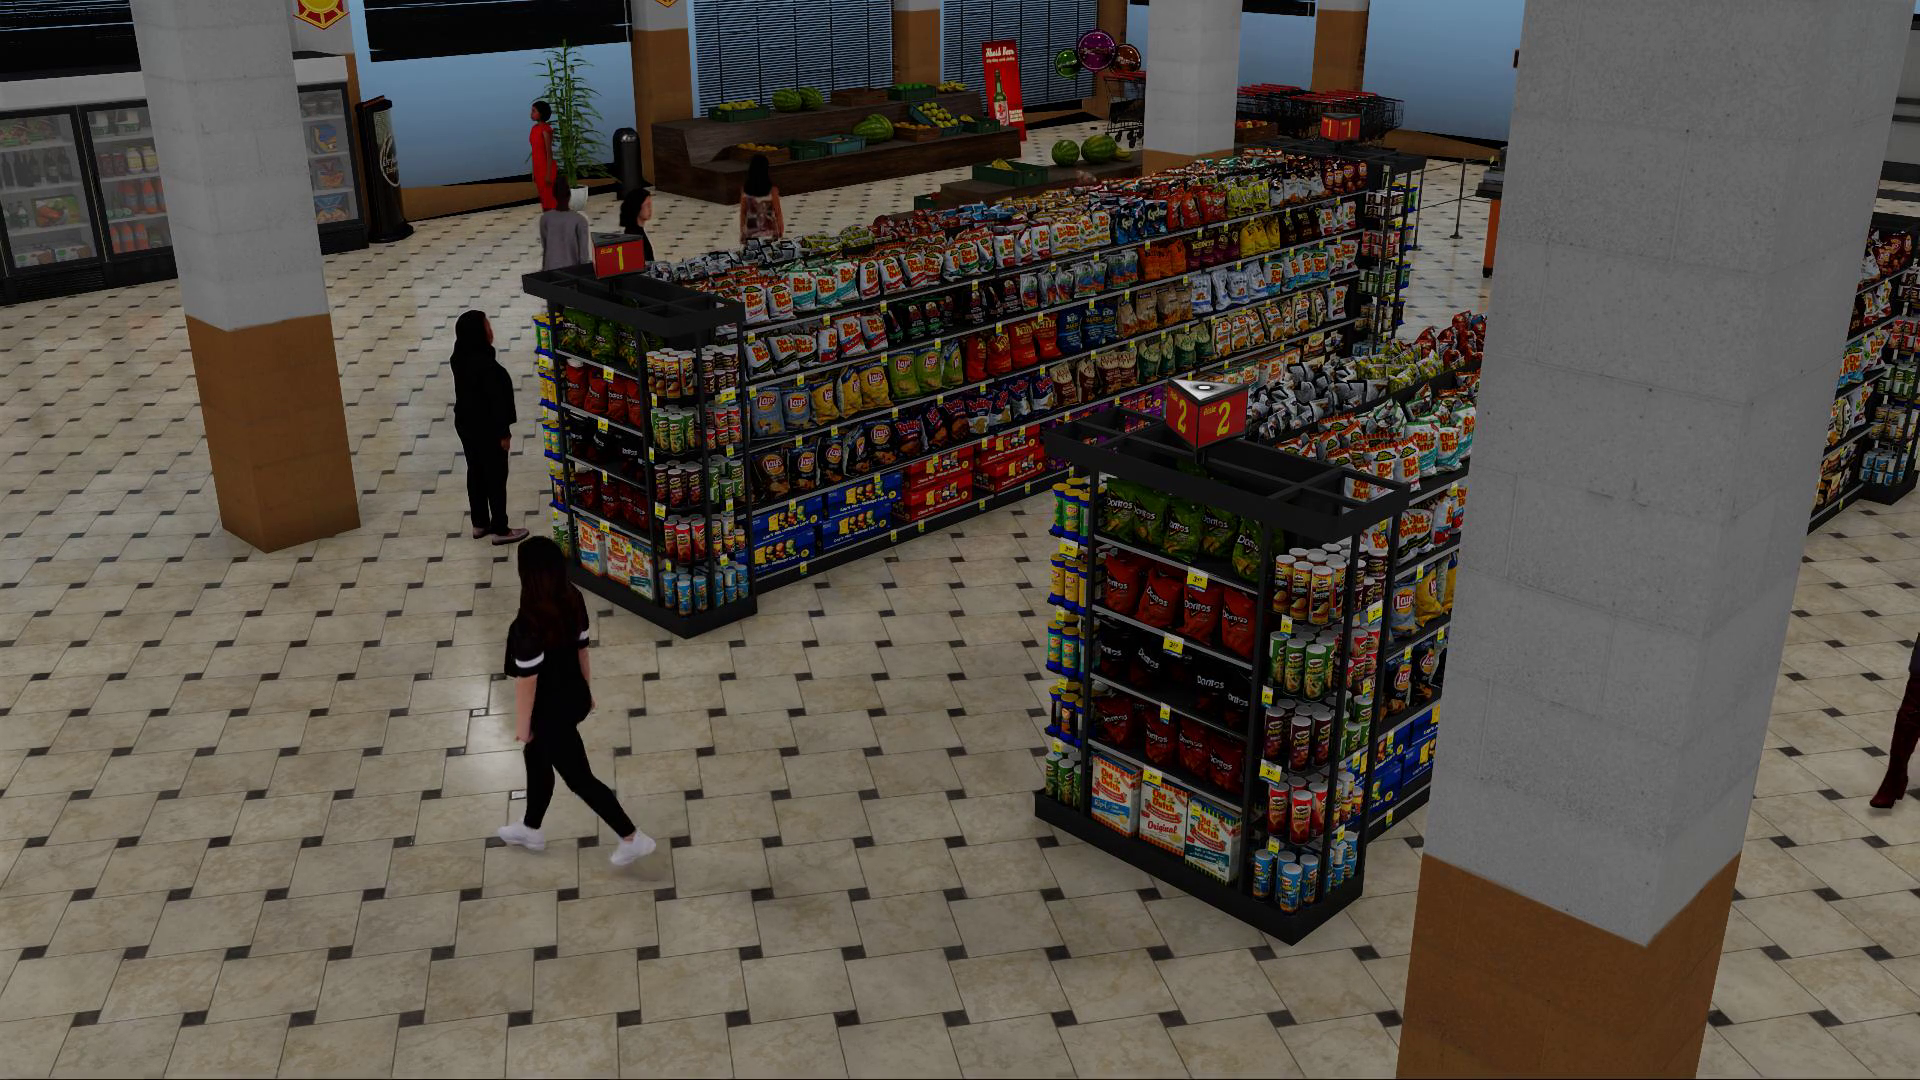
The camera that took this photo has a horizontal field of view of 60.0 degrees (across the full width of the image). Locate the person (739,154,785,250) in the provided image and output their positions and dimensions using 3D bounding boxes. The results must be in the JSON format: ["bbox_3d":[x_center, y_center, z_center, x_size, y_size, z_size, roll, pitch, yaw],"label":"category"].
[{"bbox_3d":[-2.100,-3.149,17.247,0.777,1.633,0.801,6,23,13],"label":"person"}]

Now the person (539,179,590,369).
[{"bbox_3d":[-3.623,-2.366,15.173,1.120,1.726,1.180,0,22,0],"label":"person"}]

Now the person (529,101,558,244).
[{"bbox_3d":[-5.118,-4.533,20.544,0.513,1.744,0.579,-17,28,-37],"label":"person"}]

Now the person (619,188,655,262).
[{"bbox_3d":[-2.798,-2.153,14.503,0.699,1.832,0.711,-6,23,-15],"label":"person"}]

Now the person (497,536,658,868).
[{"bbox_3d":[-1.759,0.781,7.505,0.961,1.604,1.108,8,23,19],"label":"person"}]

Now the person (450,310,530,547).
[{"bbox_3d":[-3.253,-0.766,11.338,0.648,1.617,0.626,18,28,38],"label":"person"}]
